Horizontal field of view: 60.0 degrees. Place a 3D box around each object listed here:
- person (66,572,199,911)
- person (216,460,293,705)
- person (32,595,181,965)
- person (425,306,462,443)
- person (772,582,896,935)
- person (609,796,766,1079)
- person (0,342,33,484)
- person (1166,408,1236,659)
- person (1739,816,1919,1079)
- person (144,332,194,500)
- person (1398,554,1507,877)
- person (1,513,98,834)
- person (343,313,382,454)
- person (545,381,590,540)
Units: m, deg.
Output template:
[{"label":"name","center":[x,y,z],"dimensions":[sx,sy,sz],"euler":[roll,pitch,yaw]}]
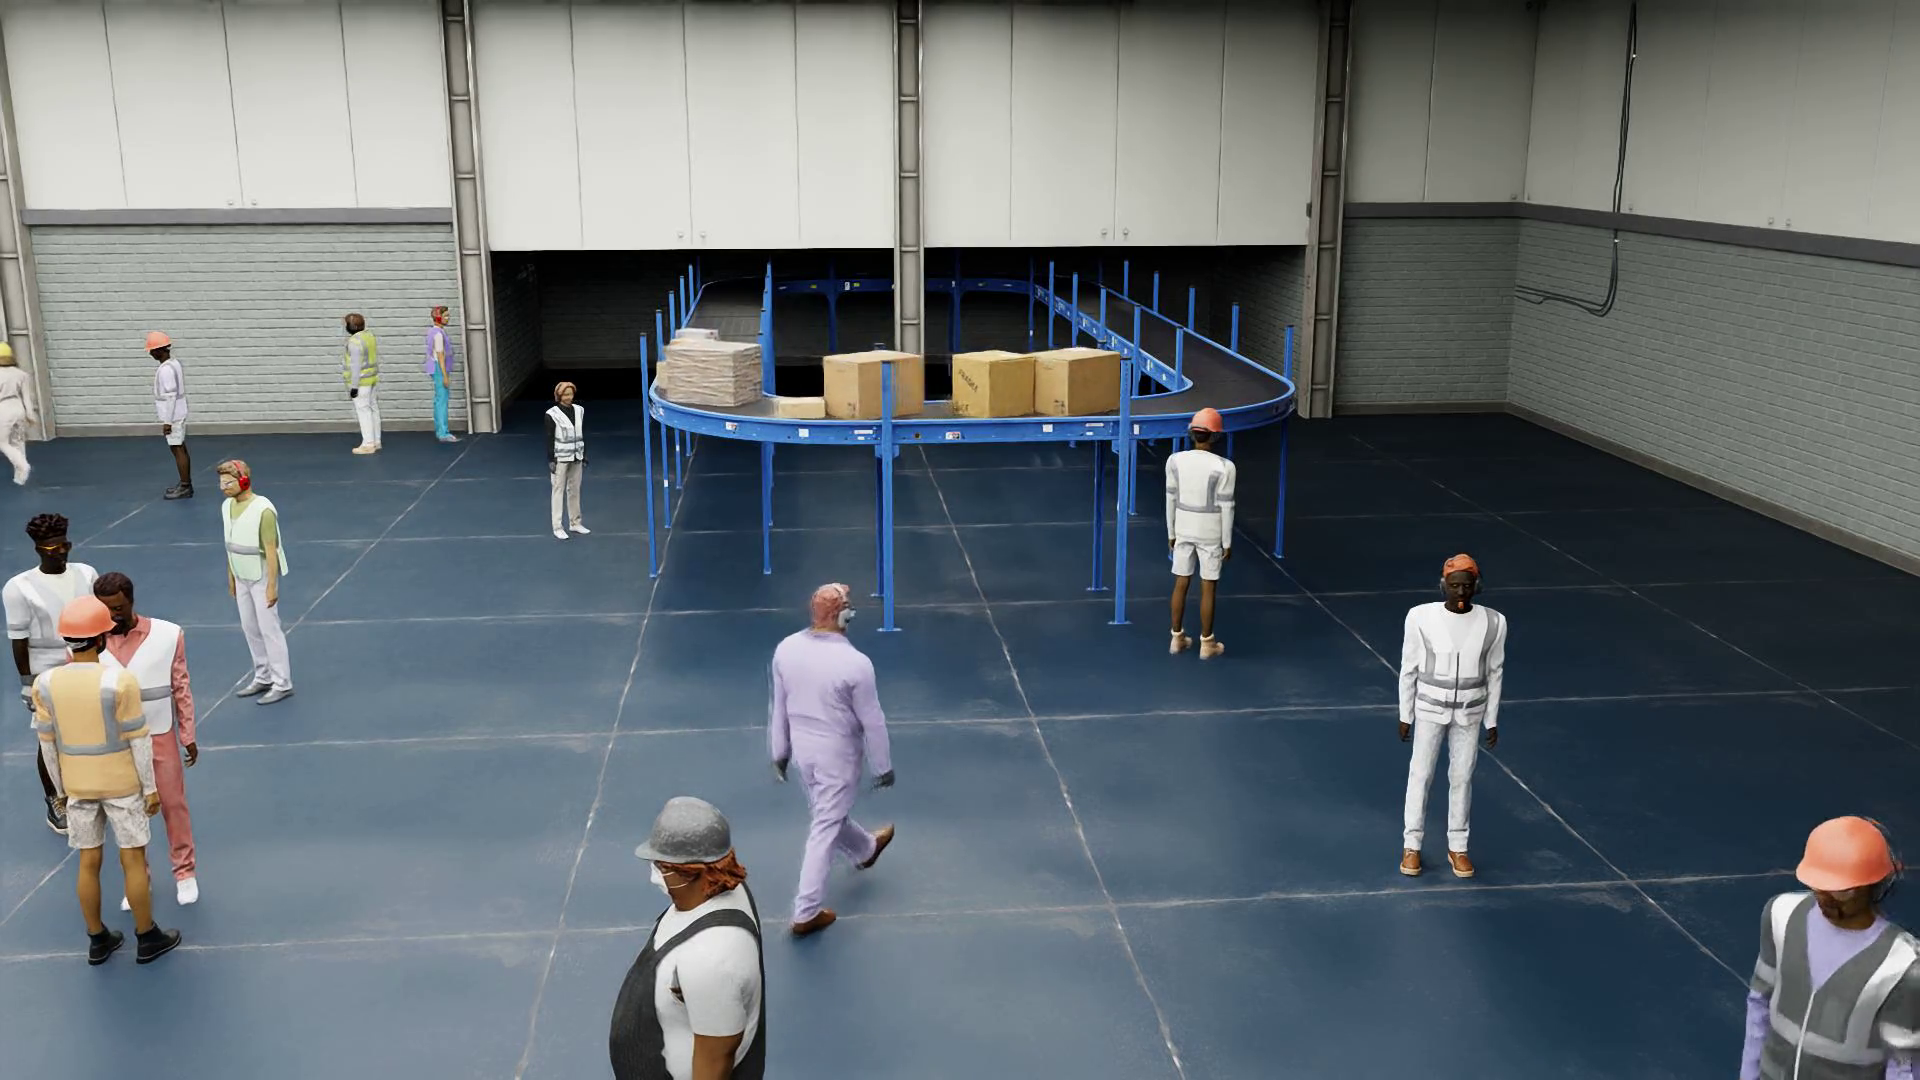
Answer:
[{"label":"person","center":[-4.503,1.083,9.101],"dimensions":[0.599,1.908,0.403],"euler":[-5,15,-20]},{"label":"person","center":[-5.249,0.298,12.396],"dimensions":[0.572,1.831,0.403],"euler":[9,17,33]},{"label":"person","center":[-4.346,1.226,8.457],"dimensions":[0.542,1.939,0.362],"euler":[0,14,1]},{"label":"person","center":[-7.041,-2.247,22.535],"dimensions":[0.391,1.848,0.563],"euler":[-6,15,-23]},{"label":"person","center":[-0.603,1.122,9.027],"dimensions":[0.670,1.850,1.029],"euler":[12,18,39]},{"label":"person","center":[-0.937,1.846,5.768],"dimensions":[0.538,2.000,0.683],"euler":[-2,14,-7]},{"label":"person","center":[-11.245,-1.478,19.702],"dimensions":[0.526,1.715,0.503],"euler":[10,17,36]},{"label":"person","center":[1.943,-0.052,13.387],"dimensions":[0.600,2.034,0.400],"euler":[10,17,34]},{"label":"person","center":[3.006,1.875,5.727],"dimensions":[0.893,2.013,0.621],"euler":[-8,16,-30]},{"label":"person","center":[-9.072,-1.428,19.090],"dimensions":[0.371,1.931,0.543],"euler":[-4,15,-16]},{"label":"person","center":[2.784,1.002,9.470],"dimensions":[0.576,1.882,0.355],"euler":[1,14,6]},{"label":"person","center":[-5.455,0.796,10.146],"dimensions":[0.366,1.954,0.603],"euler":[7,16,26]},{"label":"person","center":[-7.840,-2.056,21.787],"dimensions":[0.429,1.839,0.634],"euler":[1,14,3]},{"label":"person","center":[-4.087,-0.839,17.326],"dimensions":[0.311,1.638,0.521],"euler":[9,17,33]}]
